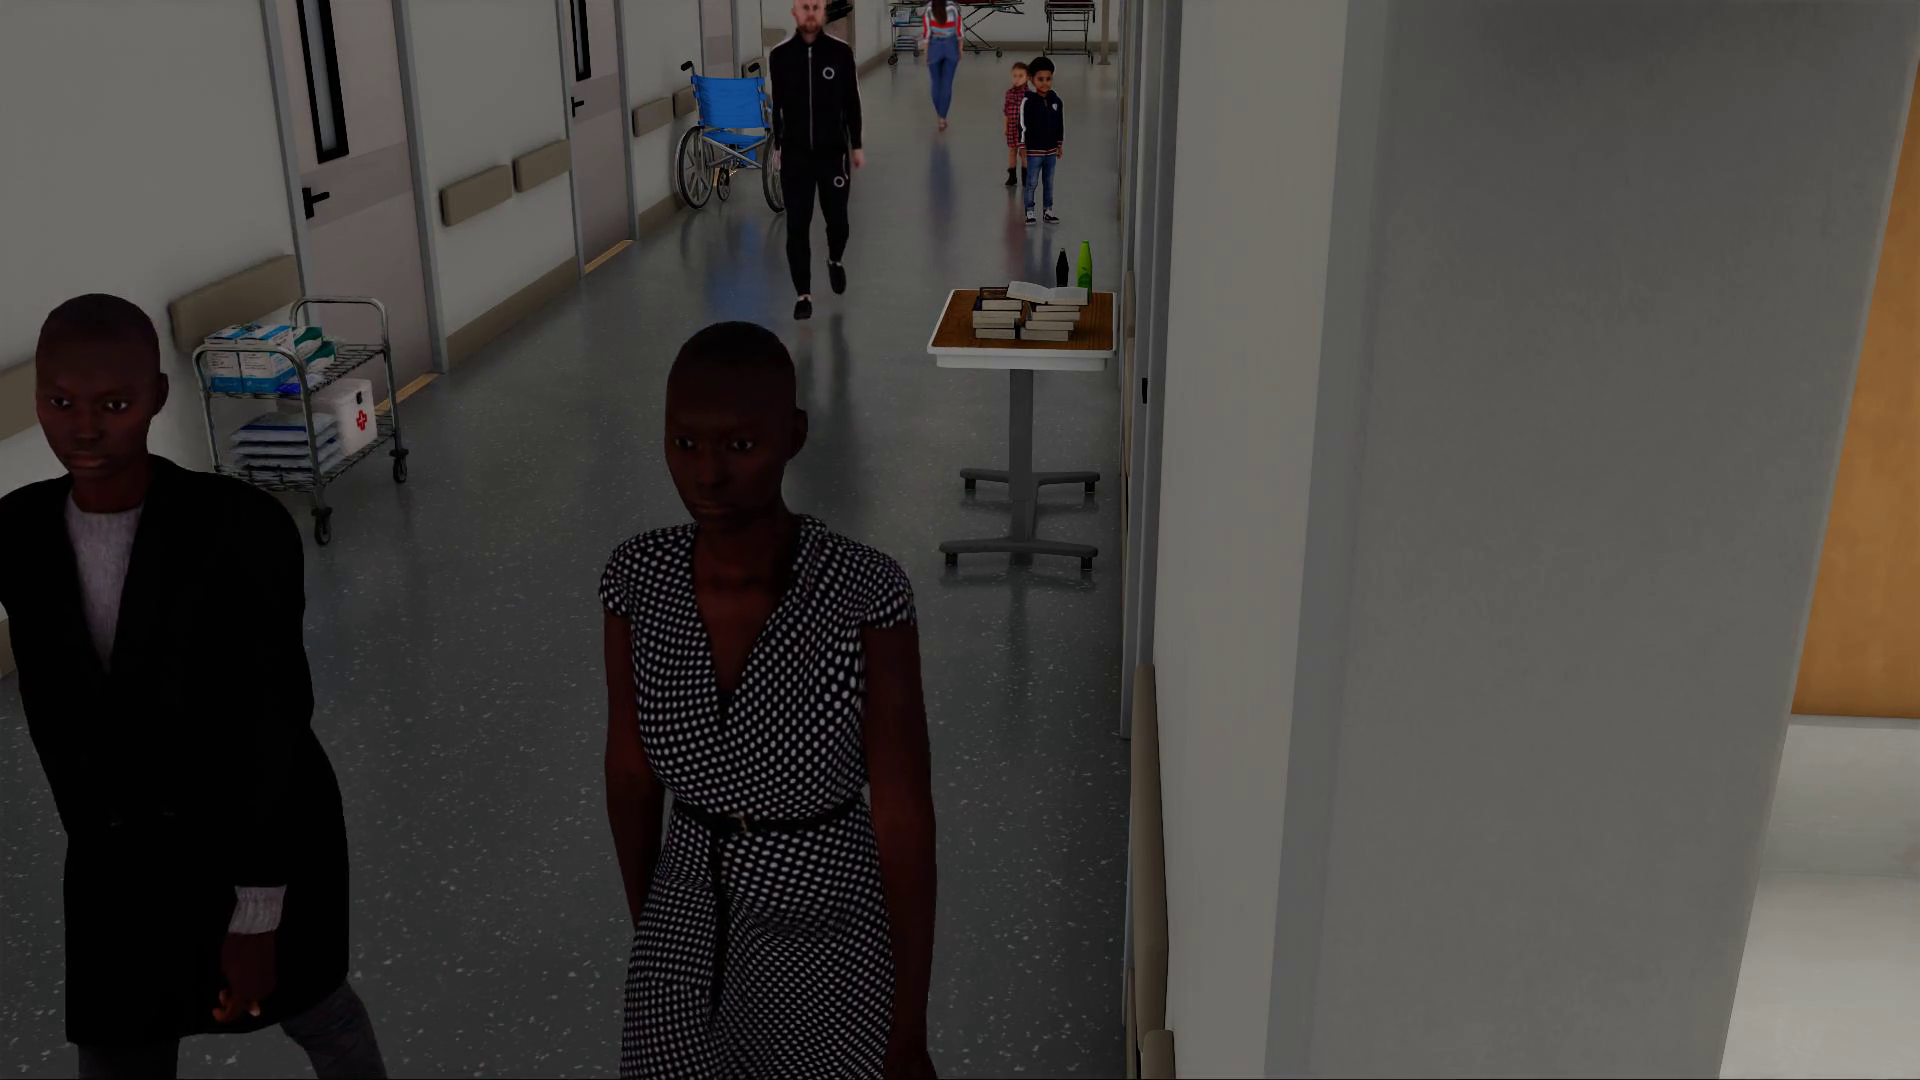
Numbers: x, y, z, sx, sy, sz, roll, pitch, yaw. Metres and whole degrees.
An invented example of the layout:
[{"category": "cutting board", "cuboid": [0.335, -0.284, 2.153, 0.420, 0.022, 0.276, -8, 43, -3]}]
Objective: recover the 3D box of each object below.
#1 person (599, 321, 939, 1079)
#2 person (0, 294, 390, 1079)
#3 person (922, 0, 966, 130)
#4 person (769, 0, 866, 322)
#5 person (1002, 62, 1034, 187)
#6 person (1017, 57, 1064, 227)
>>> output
[{"category": "person", "cuboid": [-0.225, 0.557, 2.327, 0.660, 1.762, 0.930, 2, 21, 6]}, {"category": "person", "cuboid": [-1.122, 0.472, 2.625, 0.698, 1.709, 1.142, 1, 21, 2]}, {"category": "person", "cuboid": [-0.183, -5.139, 17.645, 0.637, 1.563, 1.067, 3, 21, 8]}, {"category": "person", "cuboid": [-0.823, -2.206, 9.570, 0.790, 1.798, 1.253, -2, 21, -4]}, {"category": "person", "cuboid": [0.514, -3.564, 14.251, 0.440, 1.022, 0.454, 4, 21, 10]}, {"category": "person", "cuboid": [0.609, -2.974, 12.411, 0.592, 1.221, 0.604, -7, 22, -18]}]
